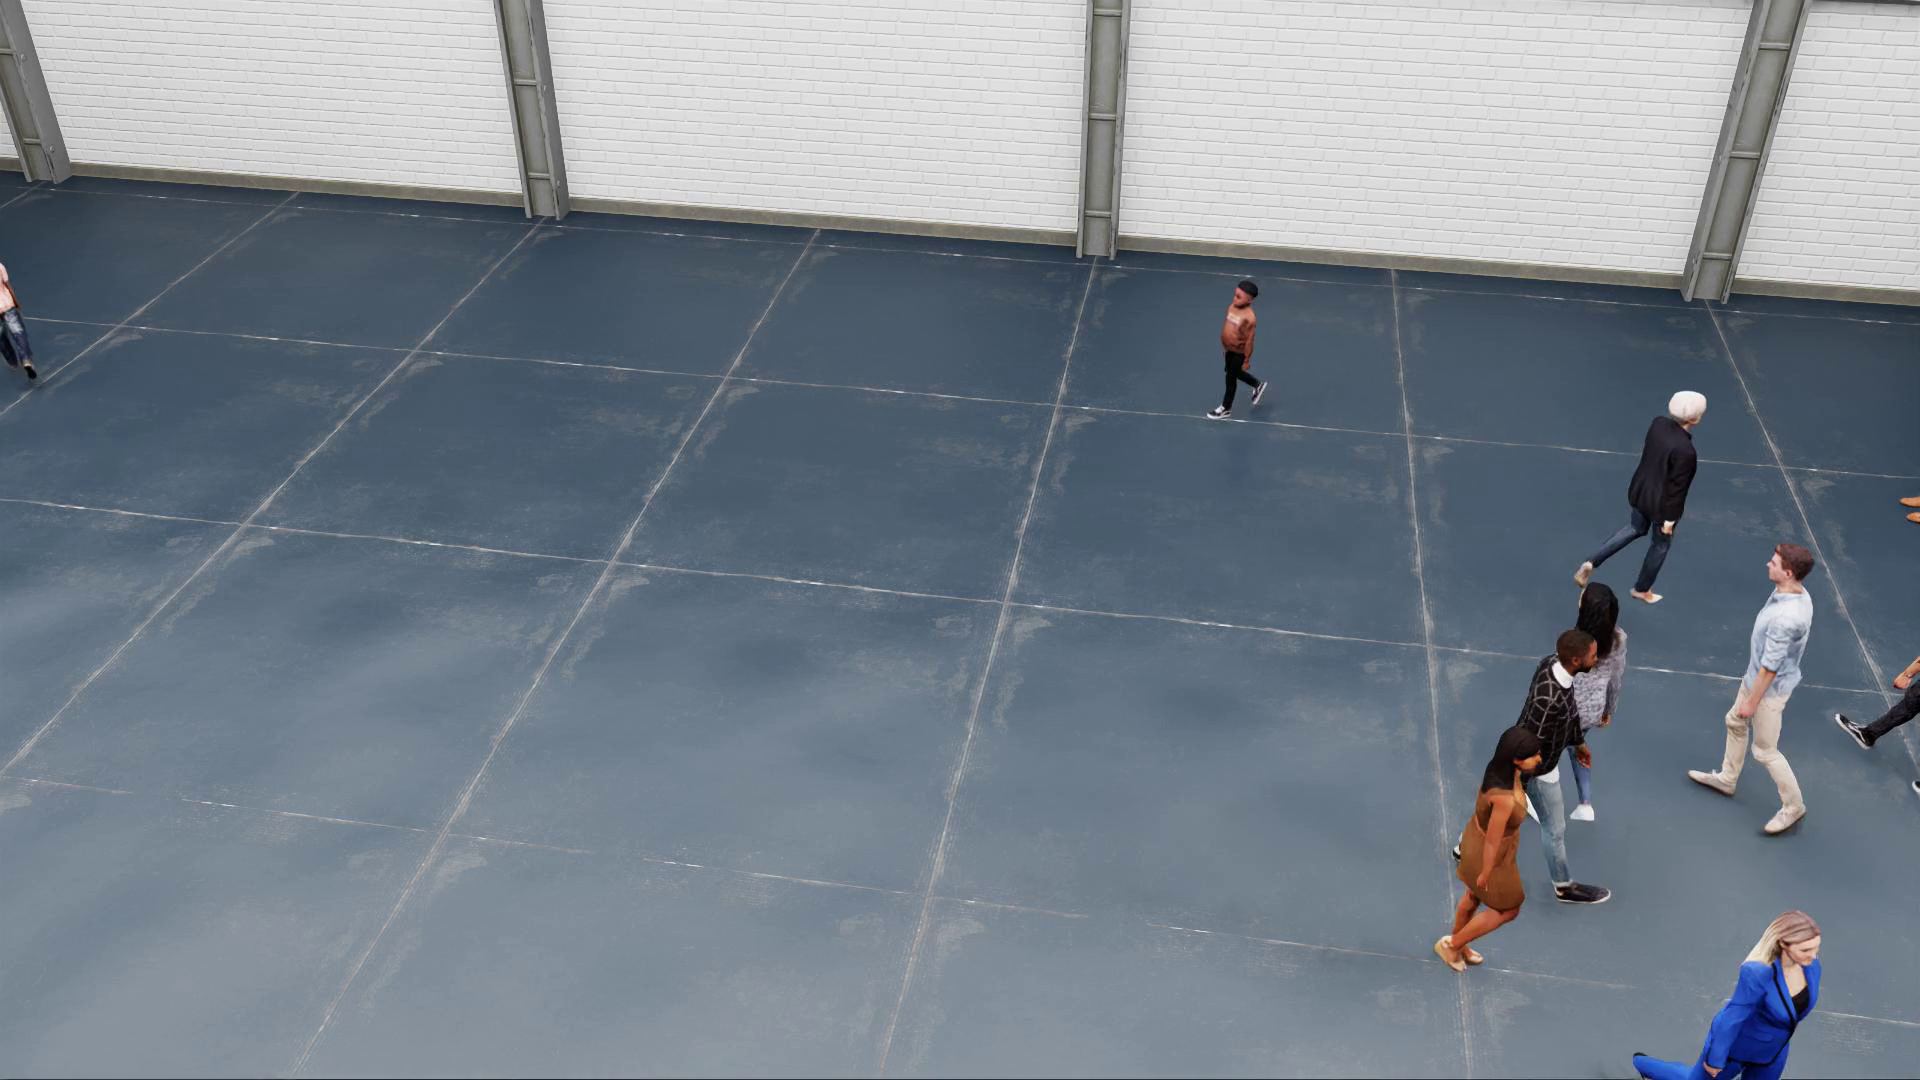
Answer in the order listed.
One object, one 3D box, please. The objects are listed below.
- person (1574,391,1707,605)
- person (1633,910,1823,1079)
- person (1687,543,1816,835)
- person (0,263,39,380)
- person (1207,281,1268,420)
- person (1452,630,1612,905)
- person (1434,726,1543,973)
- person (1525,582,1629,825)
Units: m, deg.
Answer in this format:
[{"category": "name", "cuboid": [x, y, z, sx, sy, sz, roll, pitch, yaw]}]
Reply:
[{"category": "person", "cuboid": [4.621, -0.286, 11.243, 1.003, 1.766, 0.928, -6, 34, -9]}, {"category": "person", "cuboid": [3.618, 2.289, 7.813, 1.052, 1.673, 1.054, -18, 38, -25]}, {"category": "person", "cuboid": [4.836, 0.881, 9.799, 1.001, 1.819, 0.821, 13, 36, 19]}, {"category": "person", "cuboid": [-8.450, -2.027, 14.649, 0.849, 1.293, 0.902, -21, 39, -29]}, {"category": "person", "cuboid": [2.410, -1.623, 14.089, 0.905, 1.240, 0.785, -14, 36, -20]}, {"category": "person", "cuboid": [3.114, 1.216, 9.333, 1.149, 1.777, 0.782, 12, 36, 18]}, {"category": "person", "cuboid": [2.715, 1.643, 8.779, 0.598, 1.679, 0.563, 6, 34, 10]}, {"category": "person", "cuboid": [3.603, 1.035, 9.655, 0.791, 1.721, 0.836, -8, 34, -12]}]
